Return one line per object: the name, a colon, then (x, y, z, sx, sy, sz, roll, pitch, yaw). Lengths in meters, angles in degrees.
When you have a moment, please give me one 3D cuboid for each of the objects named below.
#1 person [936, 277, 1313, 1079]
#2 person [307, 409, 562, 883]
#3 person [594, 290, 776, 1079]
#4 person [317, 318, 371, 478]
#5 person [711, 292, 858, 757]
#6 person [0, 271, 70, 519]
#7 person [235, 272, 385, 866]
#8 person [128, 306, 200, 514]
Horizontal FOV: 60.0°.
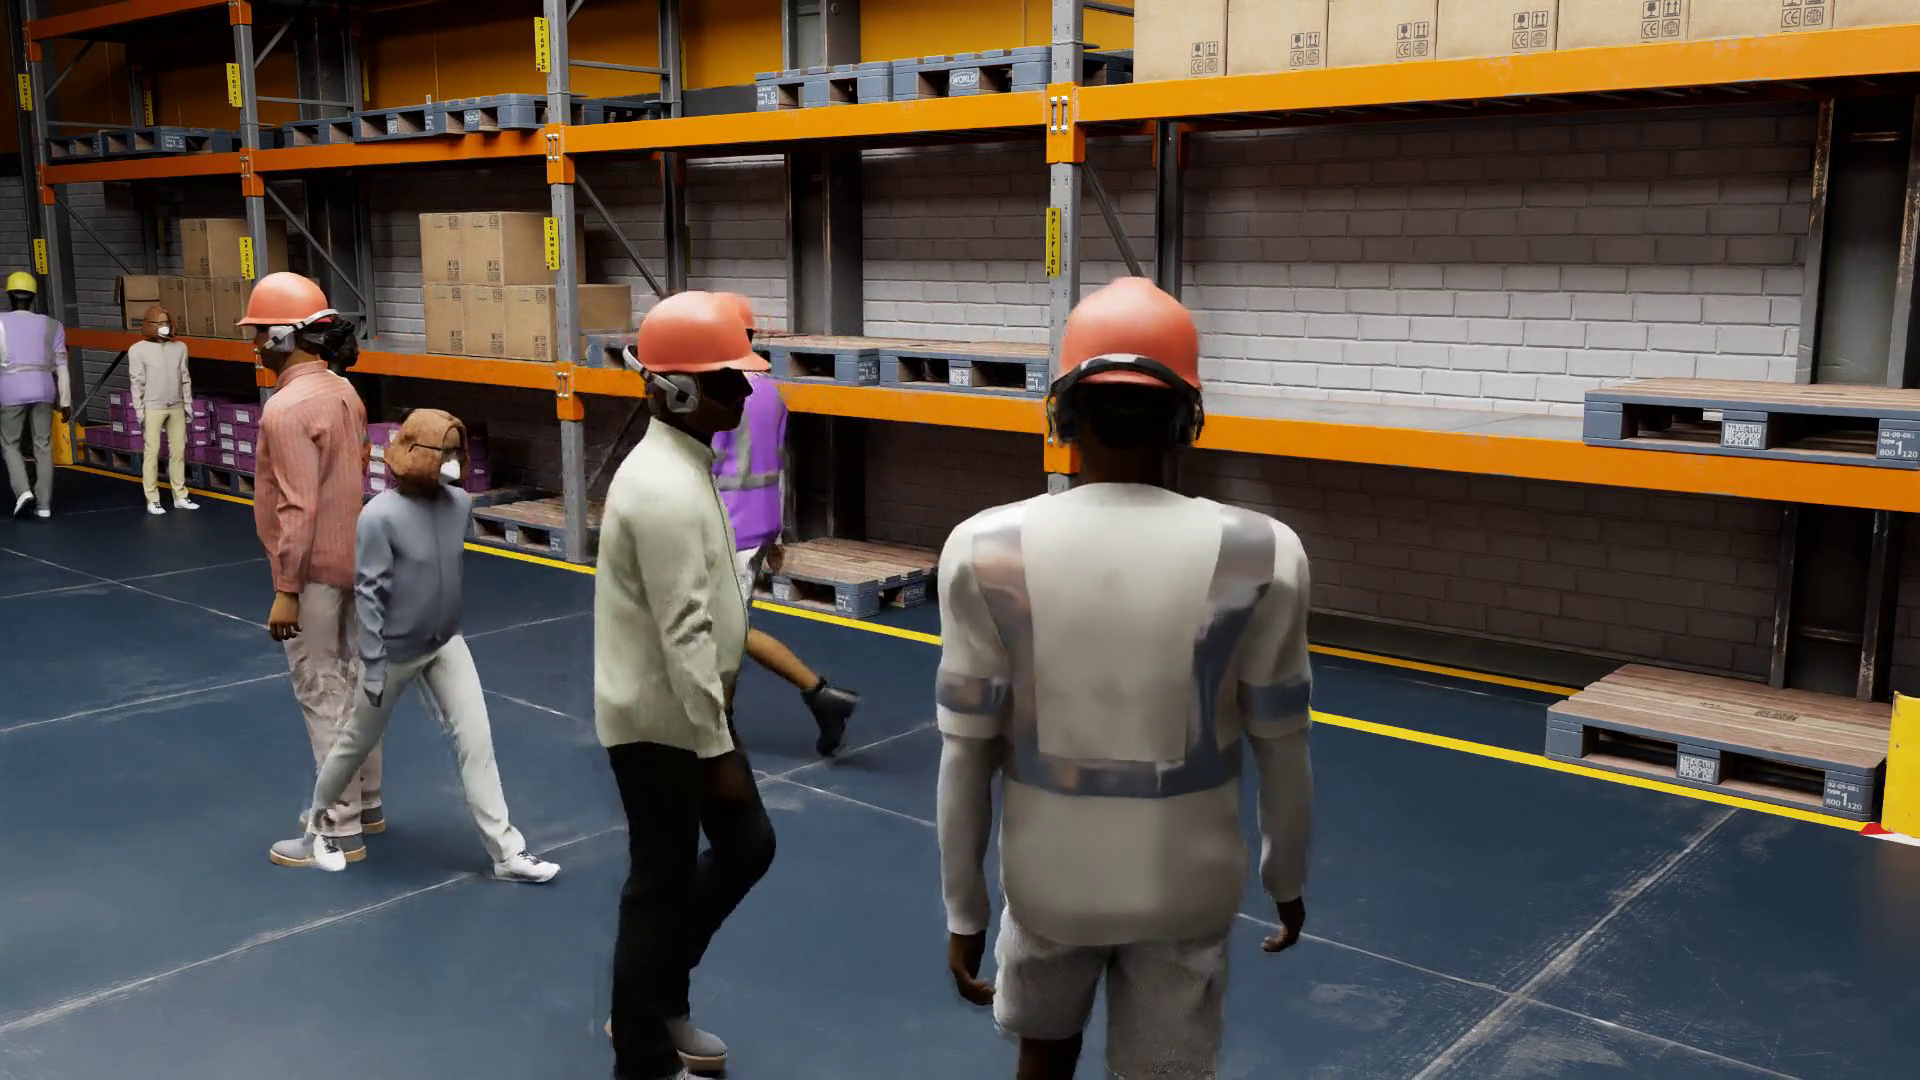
person: (0.293, 0.565, 2.911, 0.625, 2.029, 0.578, 2, 10, 11)
person: (-1.807, 0.347, 5.460, 0.952, 1.568, 0.514, 6, 11, 29)
person: (-0.654, 0.412, 3.923, 0.464, 1.980, 0.620, 0, 10, 0)
person: (-3.375, -0.355, 9.079, 0.321, 1.697, 0.530, -3, 10, -17)
person: (-0.817, -0.040, 6.703, 0.829, 1.908, 0.541, 3, 11, 19)
person: (-7.172, -1.105, 12.781, 0.616, 1.895, 0.493, -8, 13, -38)
person: (-2.199, 0.101, 5.636, 0.391, 1.992, 0.623, 0, 10, -2)
person: (-6.259, -1.017, 13.059, 0.284, 1.626, 0.492, 6, 12, 31)
